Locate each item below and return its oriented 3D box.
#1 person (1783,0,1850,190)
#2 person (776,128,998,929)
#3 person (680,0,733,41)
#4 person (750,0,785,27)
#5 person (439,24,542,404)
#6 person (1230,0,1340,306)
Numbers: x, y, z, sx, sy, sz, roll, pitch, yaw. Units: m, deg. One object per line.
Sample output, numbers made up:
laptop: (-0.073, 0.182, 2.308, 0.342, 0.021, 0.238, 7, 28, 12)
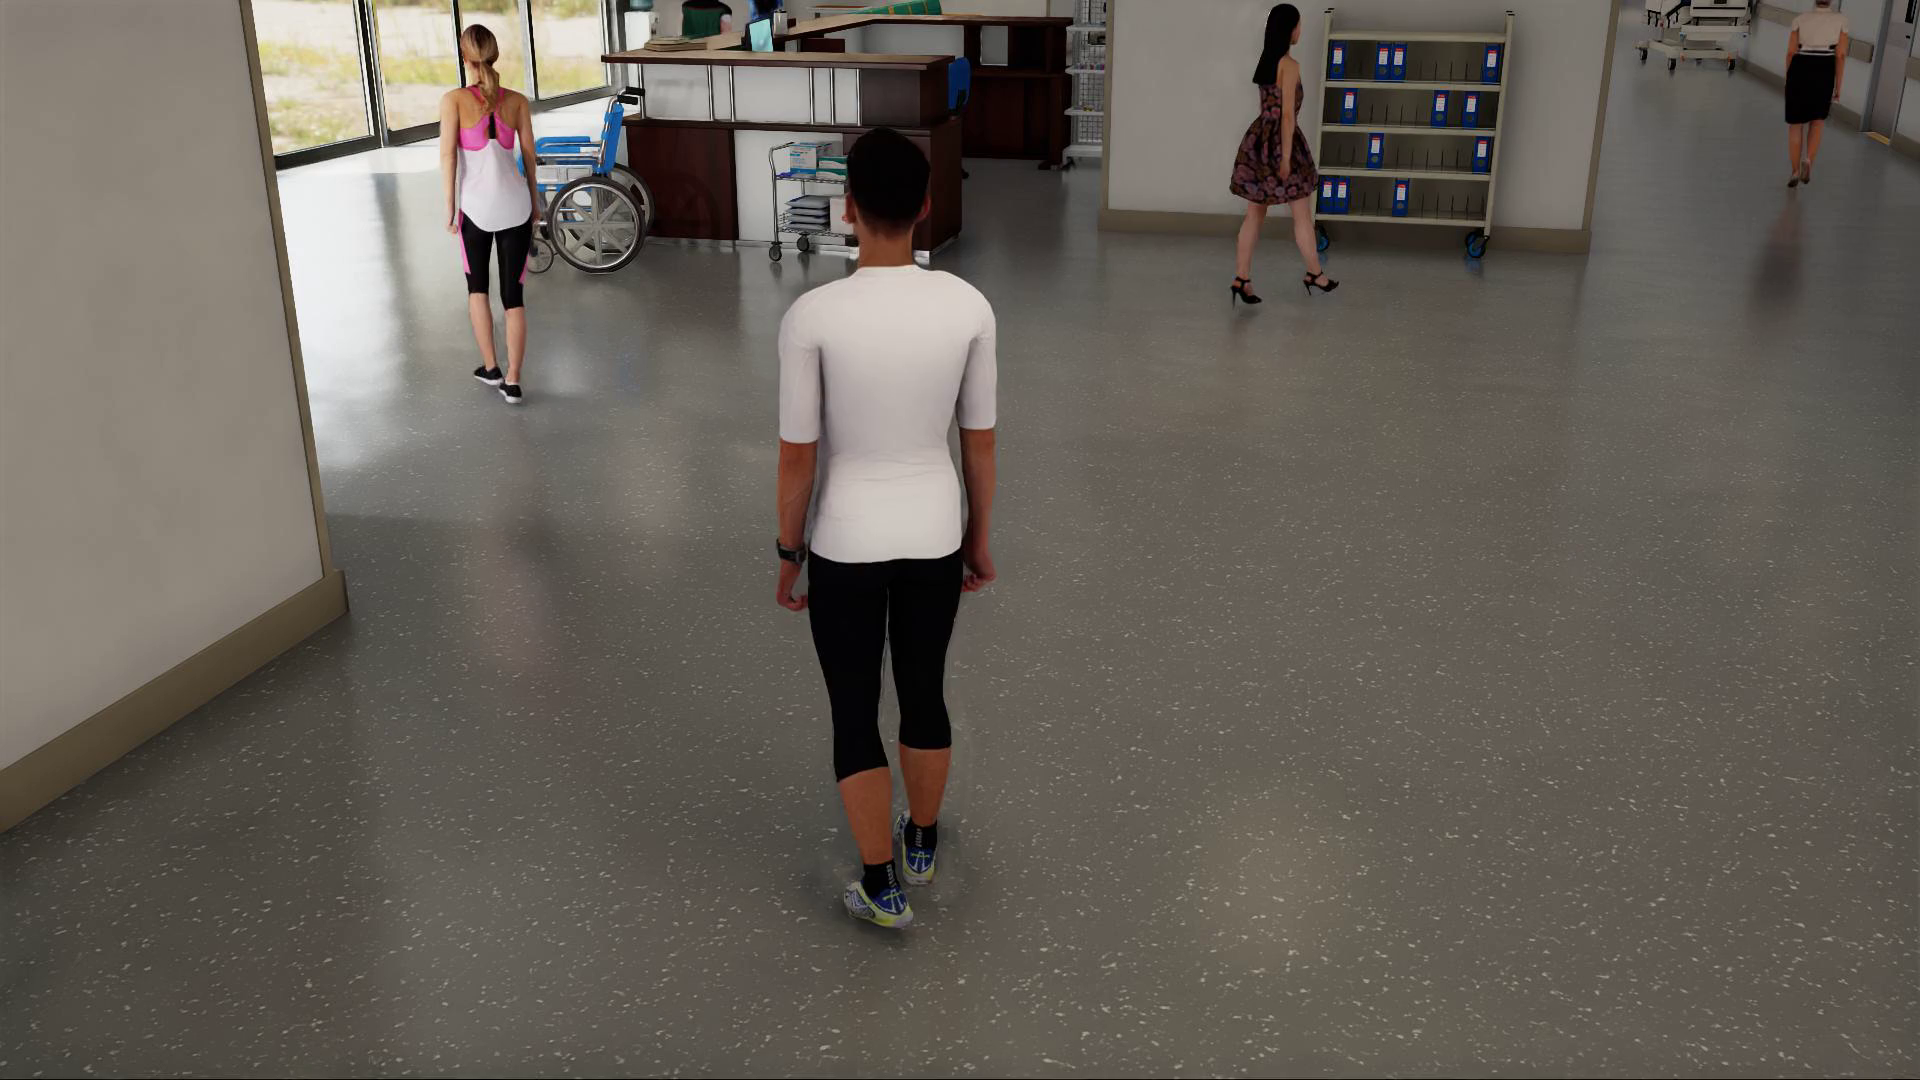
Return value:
person: (7.238, -3.860, 14.164, 0.697, 1.740, 0.729, 9, 23, 23)
person: (-0.159, -0.002, 3.795, 0.887, 1.870, 0.942, -7, 22, -19)
person: (-2.252, -4.116, 14.713, 0.808, 1.829, 0.712, 5, 21, 13)
person: (-2.454, -6.497, 21.167, 0.454, 1.712, 0.670, 5, 21, 12)
person: (-2.199, -1.516, 7.935, 0.875, 1.769, 0.930, -10, 23, -25)
person: (1.806, -2.252, 9.912, 1.079, 1.745, 0.976, -8, 22, -21)
